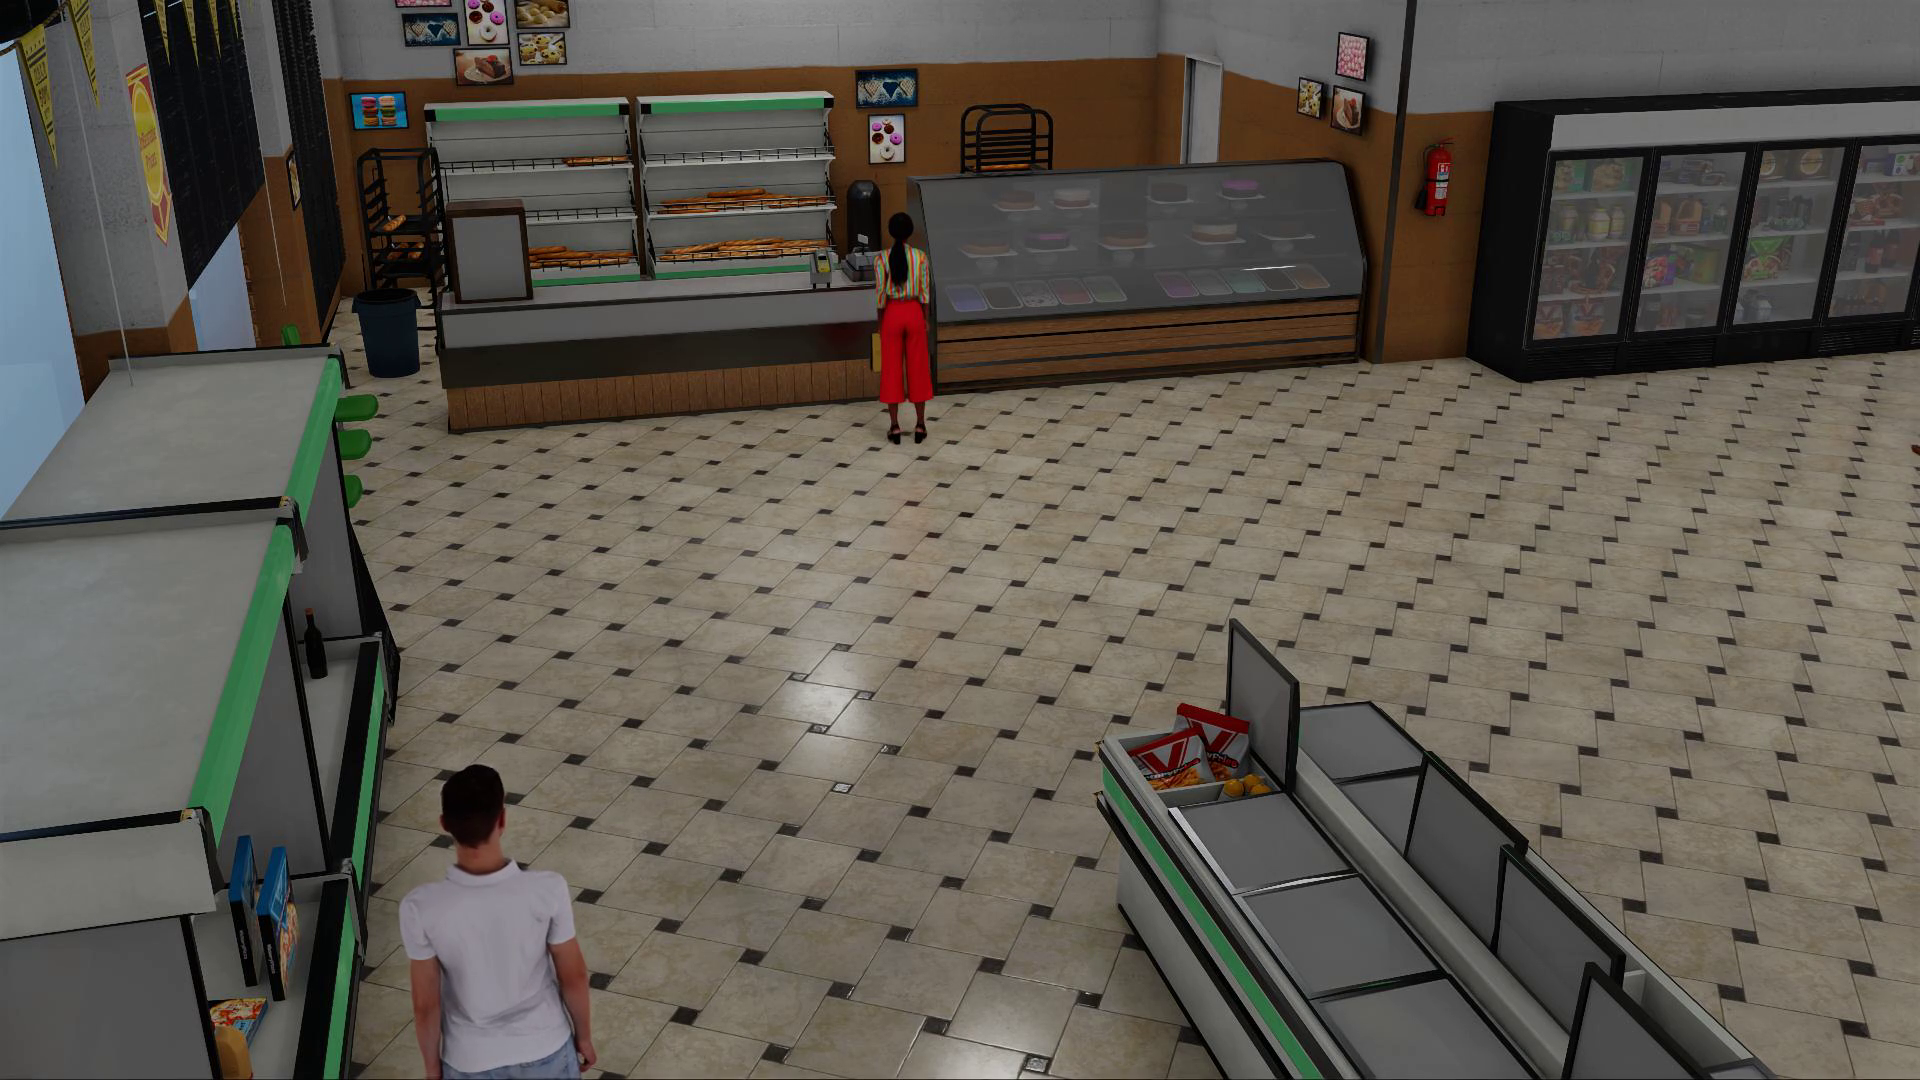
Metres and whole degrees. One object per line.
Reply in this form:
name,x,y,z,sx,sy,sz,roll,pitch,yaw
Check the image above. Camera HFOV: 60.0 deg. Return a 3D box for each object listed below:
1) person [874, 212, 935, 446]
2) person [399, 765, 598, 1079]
person,-0.441,-1.627,12.812,0.622,1.792,0.566,-3,22,-7
person,-1.333,1.512,4.914,0.641,1.856,0.523,-6,23,-15
